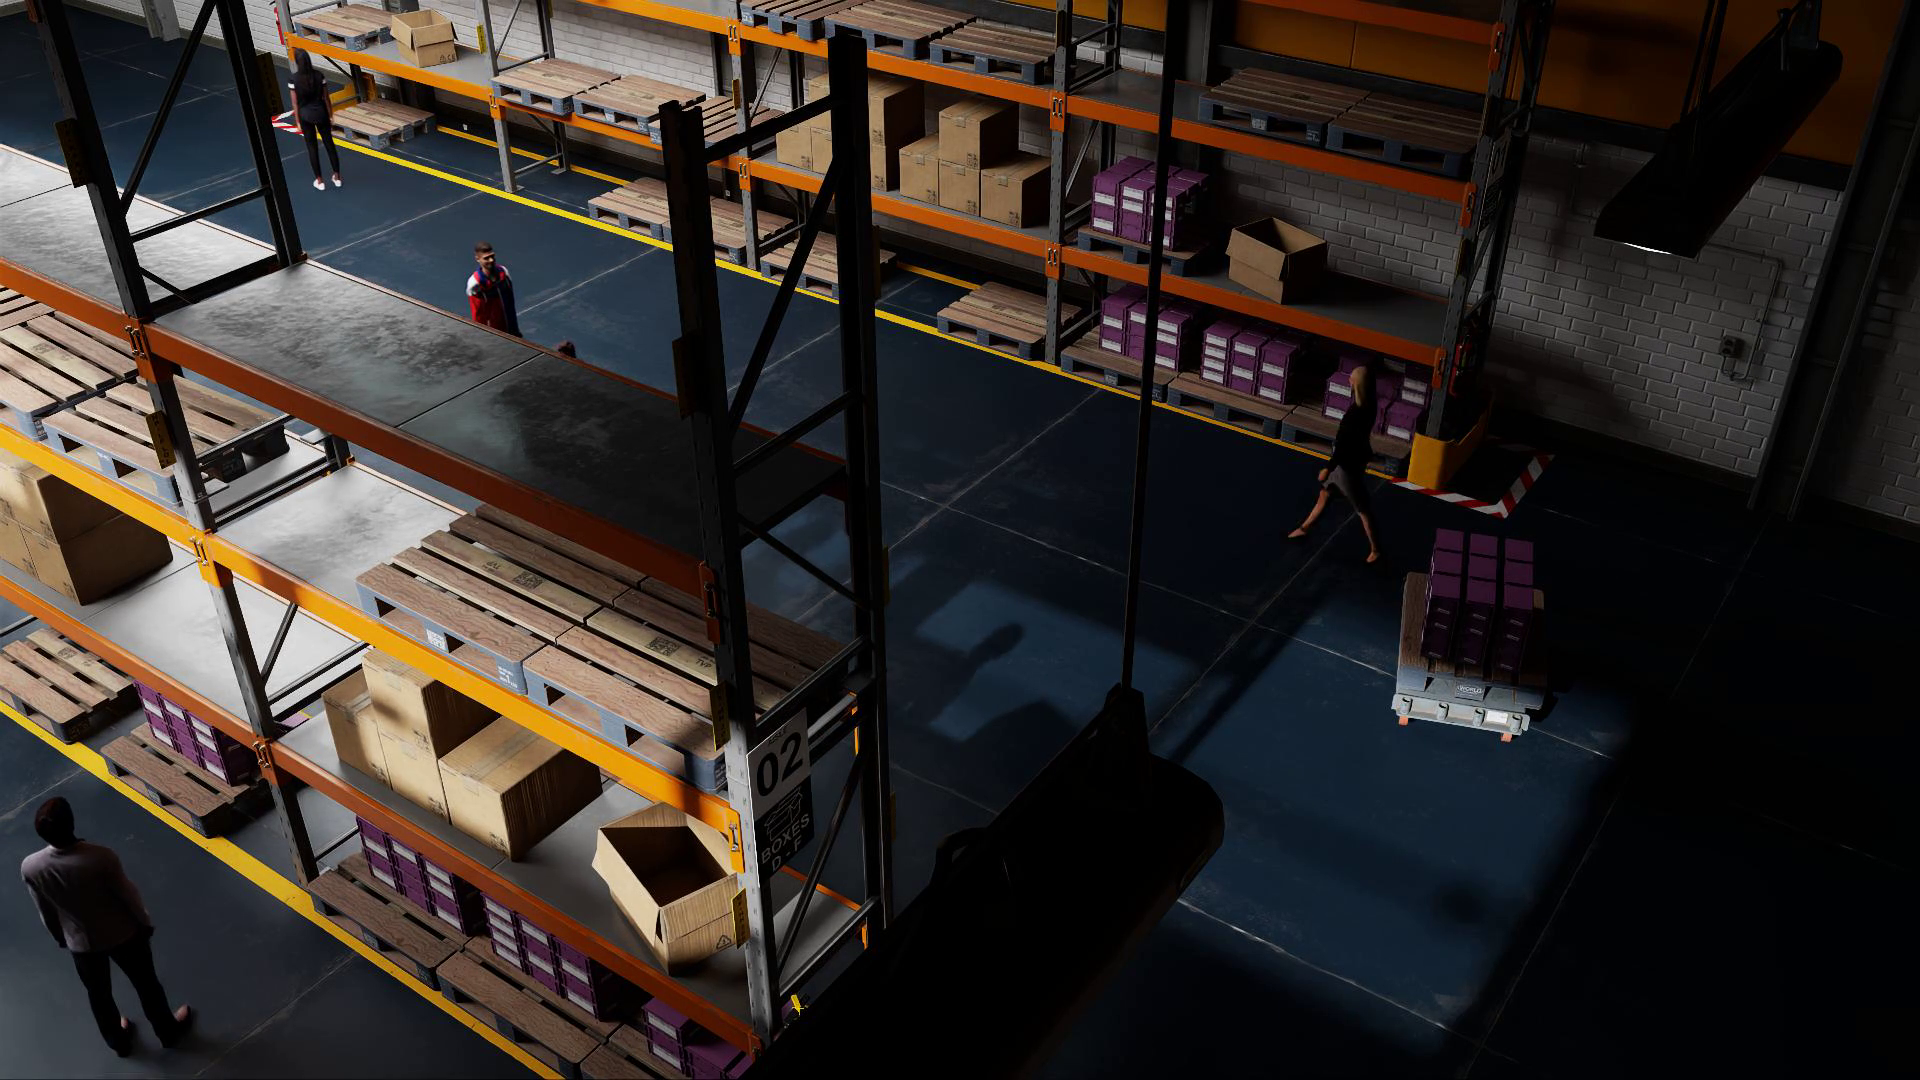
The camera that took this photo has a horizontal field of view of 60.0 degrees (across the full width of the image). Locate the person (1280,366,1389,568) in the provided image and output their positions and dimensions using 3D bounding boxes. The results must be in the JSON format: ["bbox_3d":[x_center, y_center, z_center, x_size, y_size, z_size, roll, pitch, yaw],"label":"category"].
[{"bbox_3d":[3.247,-0.518,13.396,1.194,1.785,0.817,12,35,18],"label":"person"}]

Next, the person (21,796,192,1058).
[{"bbox_3d":[-4.808,2.177,9.282,0.763,1.852,0.823,-6,34,-8],"label":"person"}]

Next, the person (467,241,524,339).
[{"bbox_3d":[-4.341,-1.975,15.615,0.532,1.757,0.641,23,40,30],"label":"person"}]

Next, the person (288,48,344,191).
[{"bbox_3d":[-7.945,-5.186,20.469,0.673,1.731,0.659,-22,39,-29],"label":"person"}]
